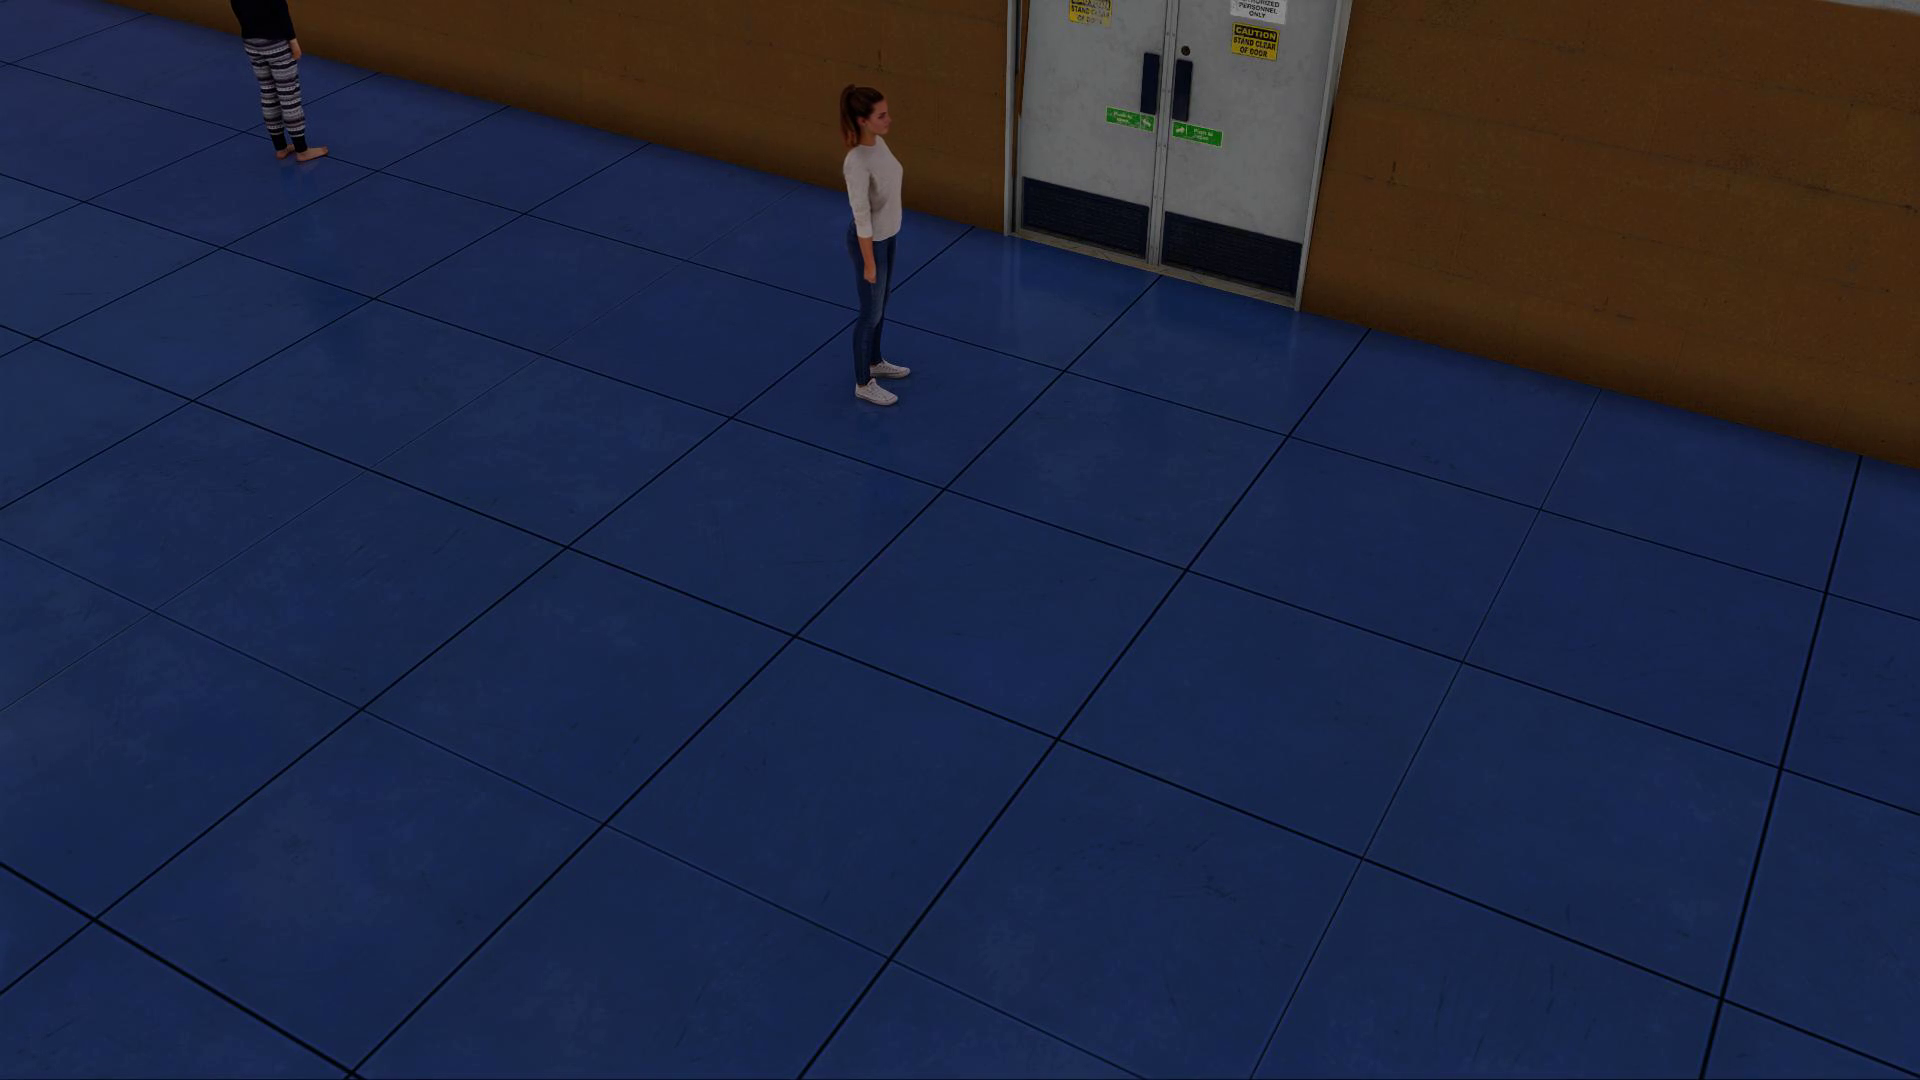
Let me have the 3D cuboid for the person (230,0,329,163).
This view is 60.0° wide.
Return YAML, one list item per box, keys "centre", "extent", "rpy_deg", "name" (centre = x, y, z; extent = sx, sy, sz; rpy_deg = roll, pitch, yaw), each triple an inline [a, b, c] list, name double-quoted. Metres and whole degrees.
- centre: [-4.662, -3.392, 11.167]
  extent: [0.618, 1.735, 0.536]
  rpy_deg: [16, 40, 20]
  name: "person"

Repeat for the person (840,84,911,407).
- centre: [-0.462, -1.545, 8.718]
  extent: [0.729, 1.720, 0.574]
  rpy_deg: [8, 38, 10]
  name: "person"
